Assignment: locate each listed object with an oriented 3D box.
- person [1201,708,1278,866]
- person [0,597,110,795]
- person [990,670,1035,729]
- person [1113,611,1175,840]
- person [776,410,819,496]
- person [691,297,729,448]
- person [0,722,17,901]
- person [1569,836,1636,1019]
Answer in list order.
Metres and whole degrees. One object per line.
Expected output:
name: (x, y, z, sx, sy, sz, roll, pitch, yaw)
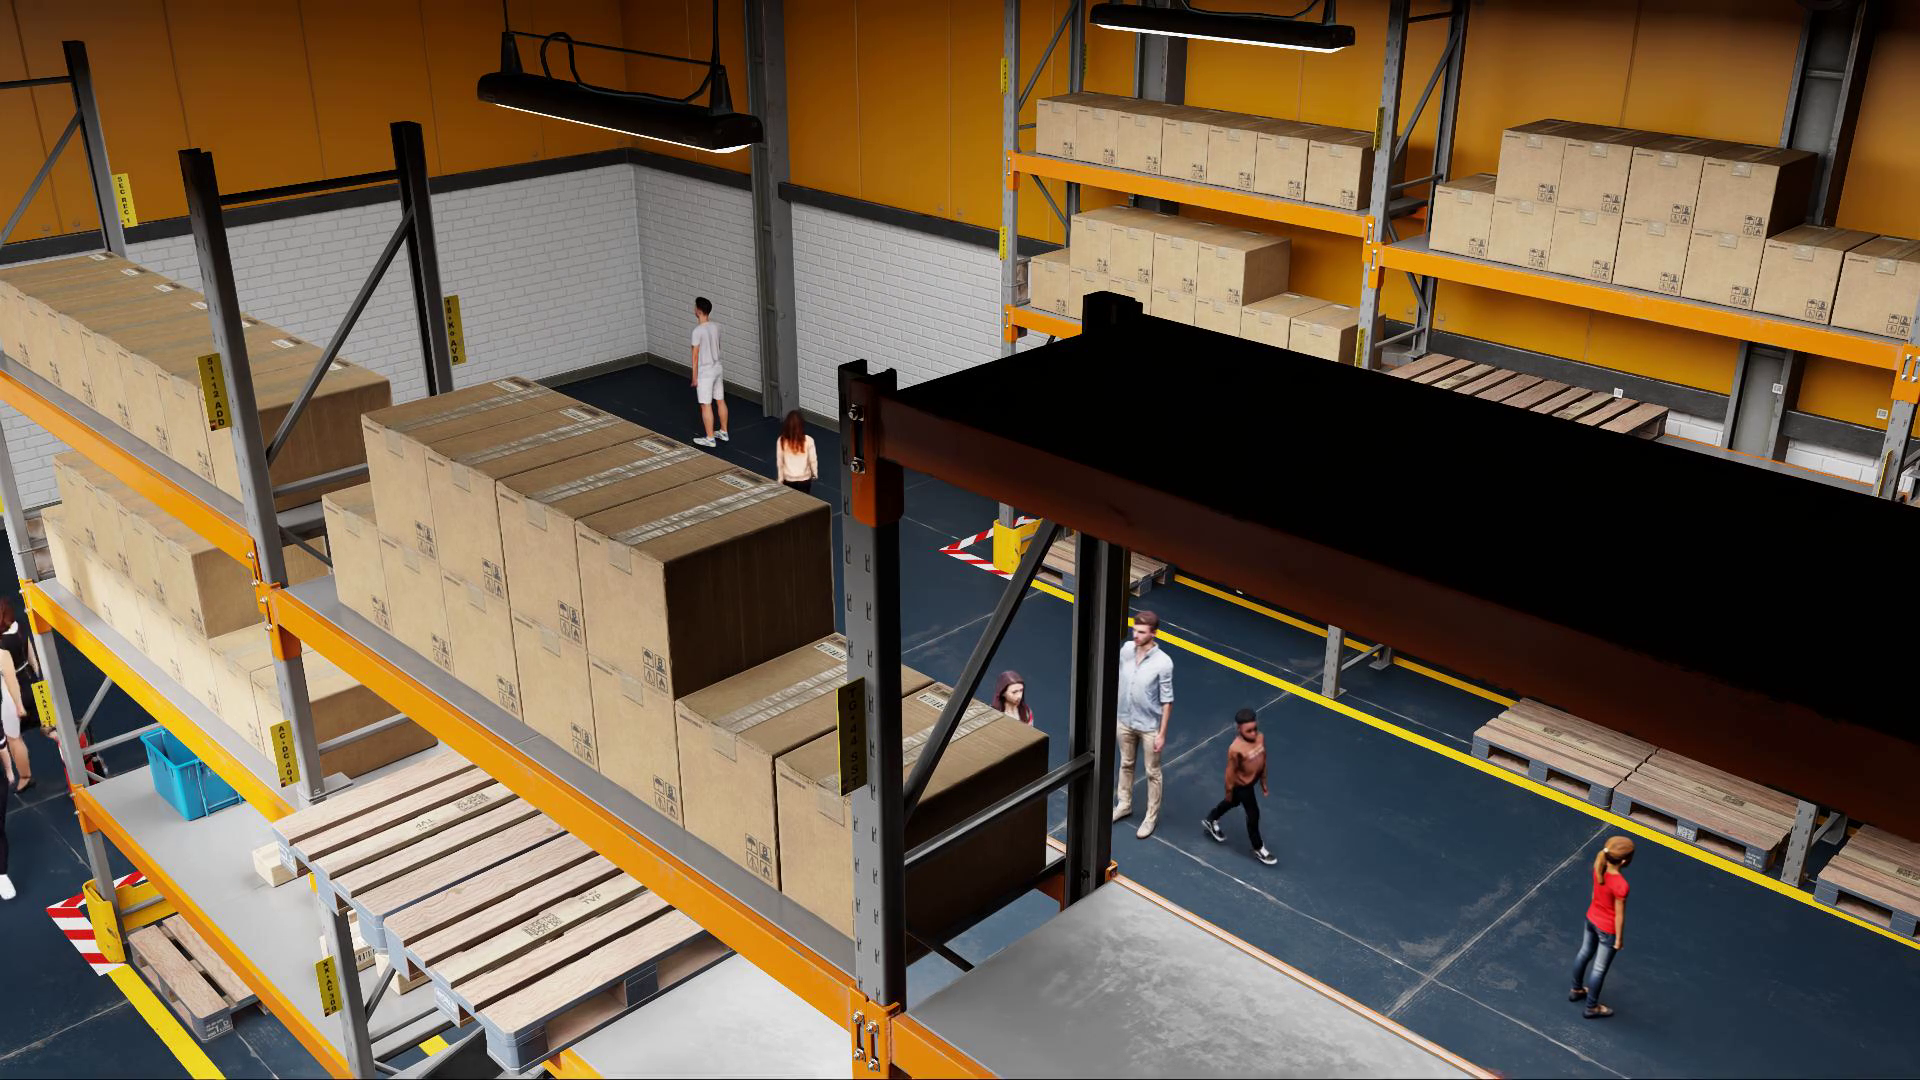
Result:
person: (2.079, 1.778, 12.446, 0.900, 1.232, 0.507, 21, 31, 39)
person: (-7.208, 1.250, 12.987, 1.149, 1.766, 1.074, 1, 24, 2)
person: (0.292, 1.662, 12.251, 0.701, 1.601, 0.723, -10, 26, -22)
person: (1.382, 1.370, 12.612, 0.502, 1.847, 0.715, 20, 30, 37)
person: (-1.744, -0.646, 17.690, 0.647, 1.473, 0.726, 3, 24, 7)
person: (-3.092, -2.083, 20.504, 0.644, 1.852, 0.721, 13, 27, 27)
person: (-7.123, 1.746, 12.066, 0.817, 1.595, 1.198, -13, 27, -27)
person: (4.150, 2.481, 10.743, 0.612, 1.308, 0.530, -5, 24, -12)
